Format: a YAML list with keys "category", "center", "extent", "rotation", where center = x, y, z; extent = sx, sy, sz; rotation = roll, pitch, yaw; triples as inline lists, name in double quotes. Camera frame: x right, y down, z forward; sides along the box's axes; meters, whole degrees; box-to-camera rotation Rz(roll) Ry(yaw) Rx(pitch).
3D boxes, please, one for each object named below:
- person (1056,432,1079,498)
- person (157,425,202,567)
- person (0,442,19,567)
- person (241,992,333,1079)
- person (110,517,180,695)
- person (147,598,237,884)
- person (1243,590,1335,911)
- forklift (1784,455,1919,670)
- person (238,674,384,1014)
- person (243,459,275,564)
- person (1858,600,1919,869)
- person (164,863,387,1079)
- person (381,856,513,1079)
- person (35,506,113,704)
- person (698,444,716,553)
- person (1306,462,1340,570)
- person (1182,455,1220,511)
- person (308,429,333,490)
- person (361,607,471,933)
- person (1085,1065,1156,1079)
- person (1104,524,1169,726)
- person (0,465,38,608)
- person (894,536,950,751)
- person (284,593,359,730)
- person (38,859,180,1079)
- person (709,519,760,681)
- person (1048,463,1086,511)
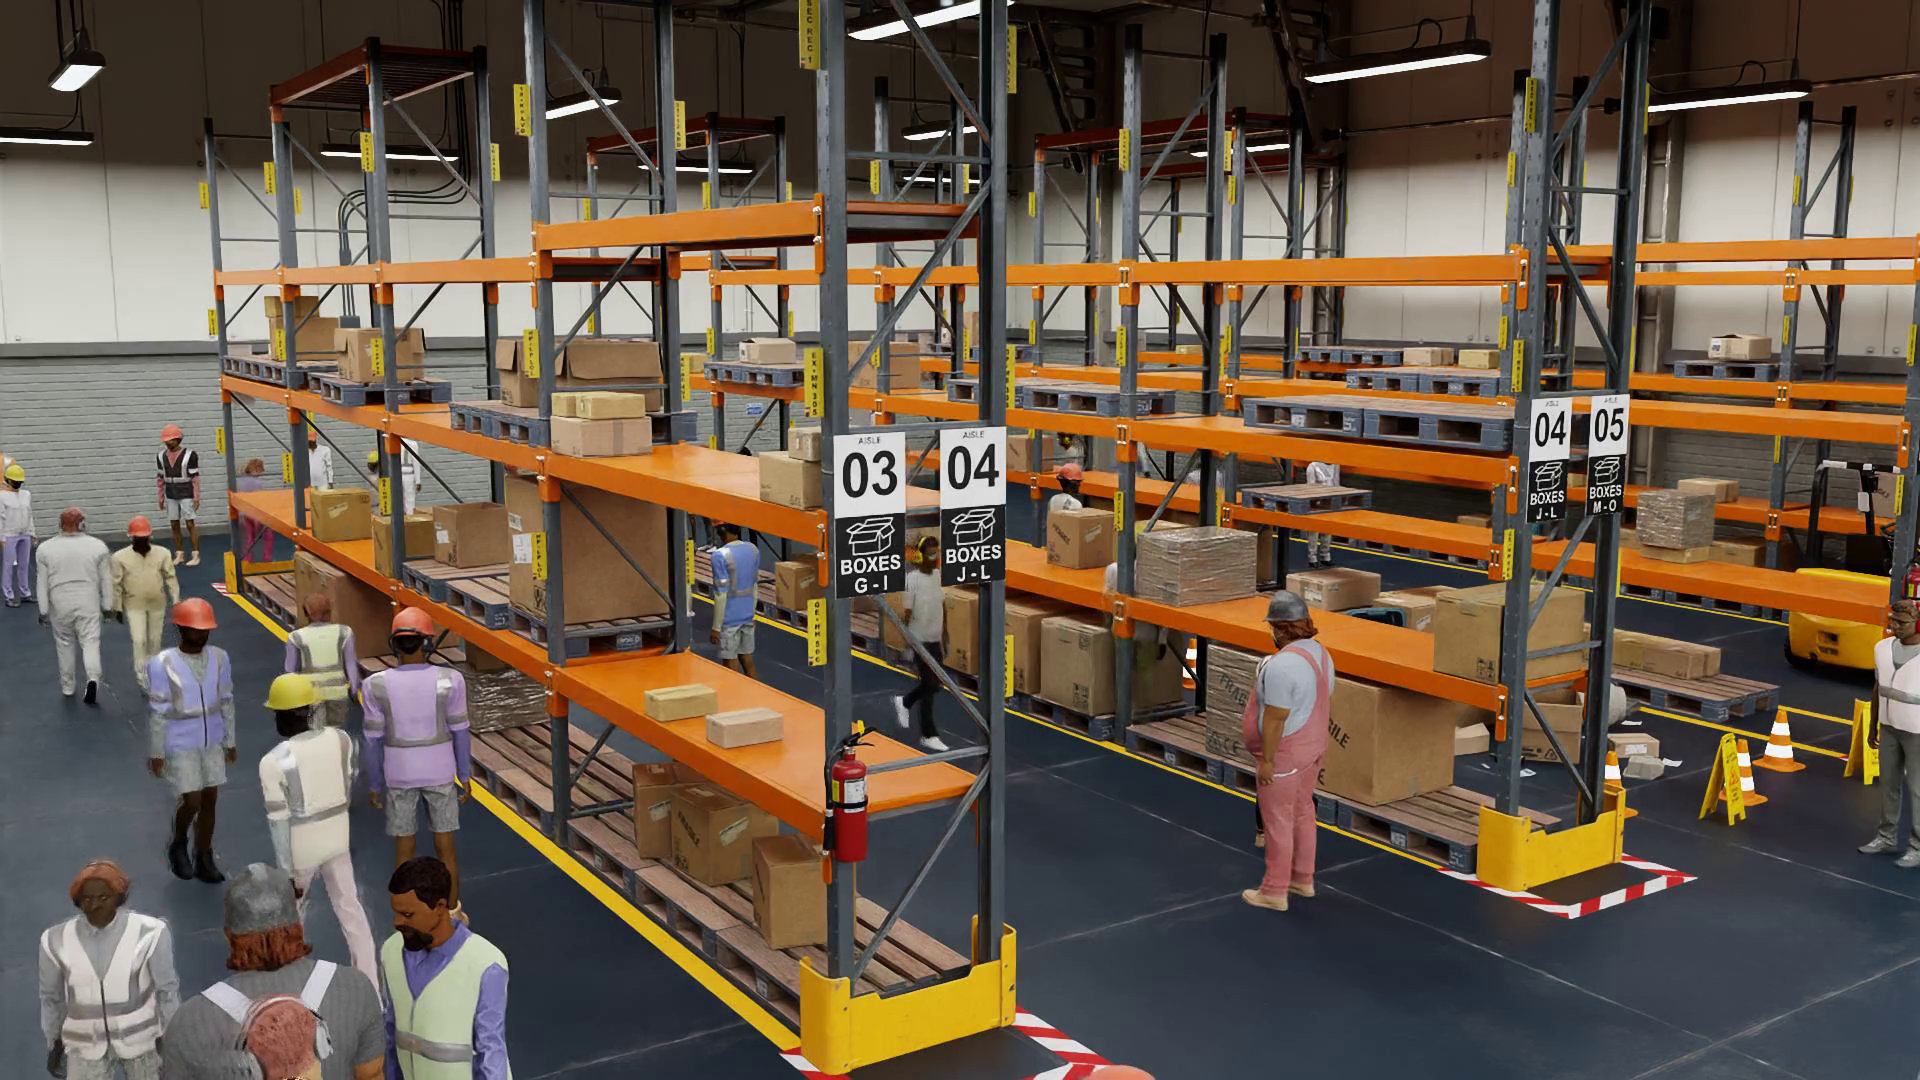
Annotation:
- category: "person"
  center: [1.633, -0.770, 25.126]
  extent: [0.466, 1.842, 0.549]
  rotation: [0, 9, 3]
- category: "person"
  center: [-11.061, -0.619, 23.529]
  extent: [0.618, 2.030, 0.410]
  rotation: [1, 9, 6]
- category: "person"
  center: [-13.620, -0.561, 23.488]
  extent: [0.589, 1.923, 0.383]
  rotation: [-5, 10, -30]
- category: "person"
  center: [-1.904, 2.259, 4.918]
  extent: [0.740, 1.873, 0.442]
  rotation: [1, 9, 7]
- category: "person"
  center: [-7.877, 0.639, 16.148]
  extent: [0.572, 1.726, 0.724]
  rotation: [-7, 11, -39]
- category: "person"
  center: [-5.007, 1.327, 10.916]
  extent: [0.397, 1.921, 0.582]
  rotation: [6, 10, 35]
- category: "person"
  center: [2.074, 1.312, 10.625]
  extent: [0.536, 2.000, 0.687]
  rotation: [7, 11, 38]
- category: "forklift"
  center: [9.643, 0.253, 17.172]
  extent: [2.313, 2.155, 1.214]
  rotation: [-6, 10, -33]
- category: "person"
  center: [-3.529, 1.641, 9.016]
  extent: [1.036, 1.867, 0.602]
  rotation: [6, 10, 33]
- category: "person"
  center: [-9.608, -0.313, 22.836]
  extent: [0.618, 1.605, 0.517]
  rotation: [-8, 12, -43]
- category: "person"
  center: [6.468, 1.310, 11.349]
  extent: [0.401, 1.832, 0.561]
  rotation: [-3, 9, -19]
- category: "person"
  center: [-2.302, 2.065, 5.612]
  extent: [0.679, 2.000, 0.537]
  rotation: [-6, 10, -34]
- category: "person"
  center: [-1.874, 2.065, 6.078]
  extent: [0.592, 1.907, 0.414]
  rotation: [5, 10, 31]
- category: "person"
  center: [-8.419, 0.617, 15.838]
  extent: [0.656, 1.872, 0.850]
  rotation: [-5, 10, -28]
- category: "person"
  center: [-3.798, -0.628, 24.913]
  extent: [0.288, 1.627, 0.501]
  rotation: [-6, 10, -33]
- category: "person"
  center: [5.127, -0.494, 23.380]
  extent: [0.588, 1.822, 0.403]
  rotation: [-6, 10, -33]
- category: "person"
  center: [3.366, -0.459, 23.510]
  extent: [0.586, 1.699, 0.884]
  rotation: [-5, 10, -32]
- category: "person"
  center: [-10.324, -0.937, 26.598]
  extent: [0.575, 1.739, 0.348]
  rotation: [-3, 9, -22]
- category: "person"
  center: [-3.245, 1.412, 9.989]
  extent: [0.605, 2.034, 0.391]
  rotation: [-2, 9, -14]
- category: "person"
  center: [0.378, 2.292, 4.277]
  extent: [0.394, 1.987, 0.624]
  rotation: [3, 9, 20]
- category: "person"
  center: [1.561, 0.790, 14.665]
  extent: [0.583, 1.865, 1.044]
  rotation: [1, 9, 5]
- category: "person"
  center: [-11.694, -0.051, 20.640]
  extent: [0.328, 1.759, 0.524]
  rotation: [3, 9, 18]
- category: "person"
  center: [-0.329, 0.856, 14.303]
  extent: [0.664, 1.850, 0.521]
  rotation: [8, 12, 43]
- category: "person"
  center: [-4.939, 1.203, 12.877]
  extent: [0.518, 1.589, 0.893]
  rotation: [-5, 10, -31]
- category: "person"
  center: [-3.485, 2.104, 6.825]
  extent: [0.534, 1.590, 0.880]
  rotation: [-3, 9, -18]
- category: "person"
  center: [-2.033, 0.692, 14.774]
  extent: [0.401, 2.032, 0.611]
  rotation: [5, 10, 29]
- category: "person"
  center: [1.192, 0.170, 18.278]
  extent: [0.413, 2.036, 0.606]
  rotation: [-4, 9, -24]
